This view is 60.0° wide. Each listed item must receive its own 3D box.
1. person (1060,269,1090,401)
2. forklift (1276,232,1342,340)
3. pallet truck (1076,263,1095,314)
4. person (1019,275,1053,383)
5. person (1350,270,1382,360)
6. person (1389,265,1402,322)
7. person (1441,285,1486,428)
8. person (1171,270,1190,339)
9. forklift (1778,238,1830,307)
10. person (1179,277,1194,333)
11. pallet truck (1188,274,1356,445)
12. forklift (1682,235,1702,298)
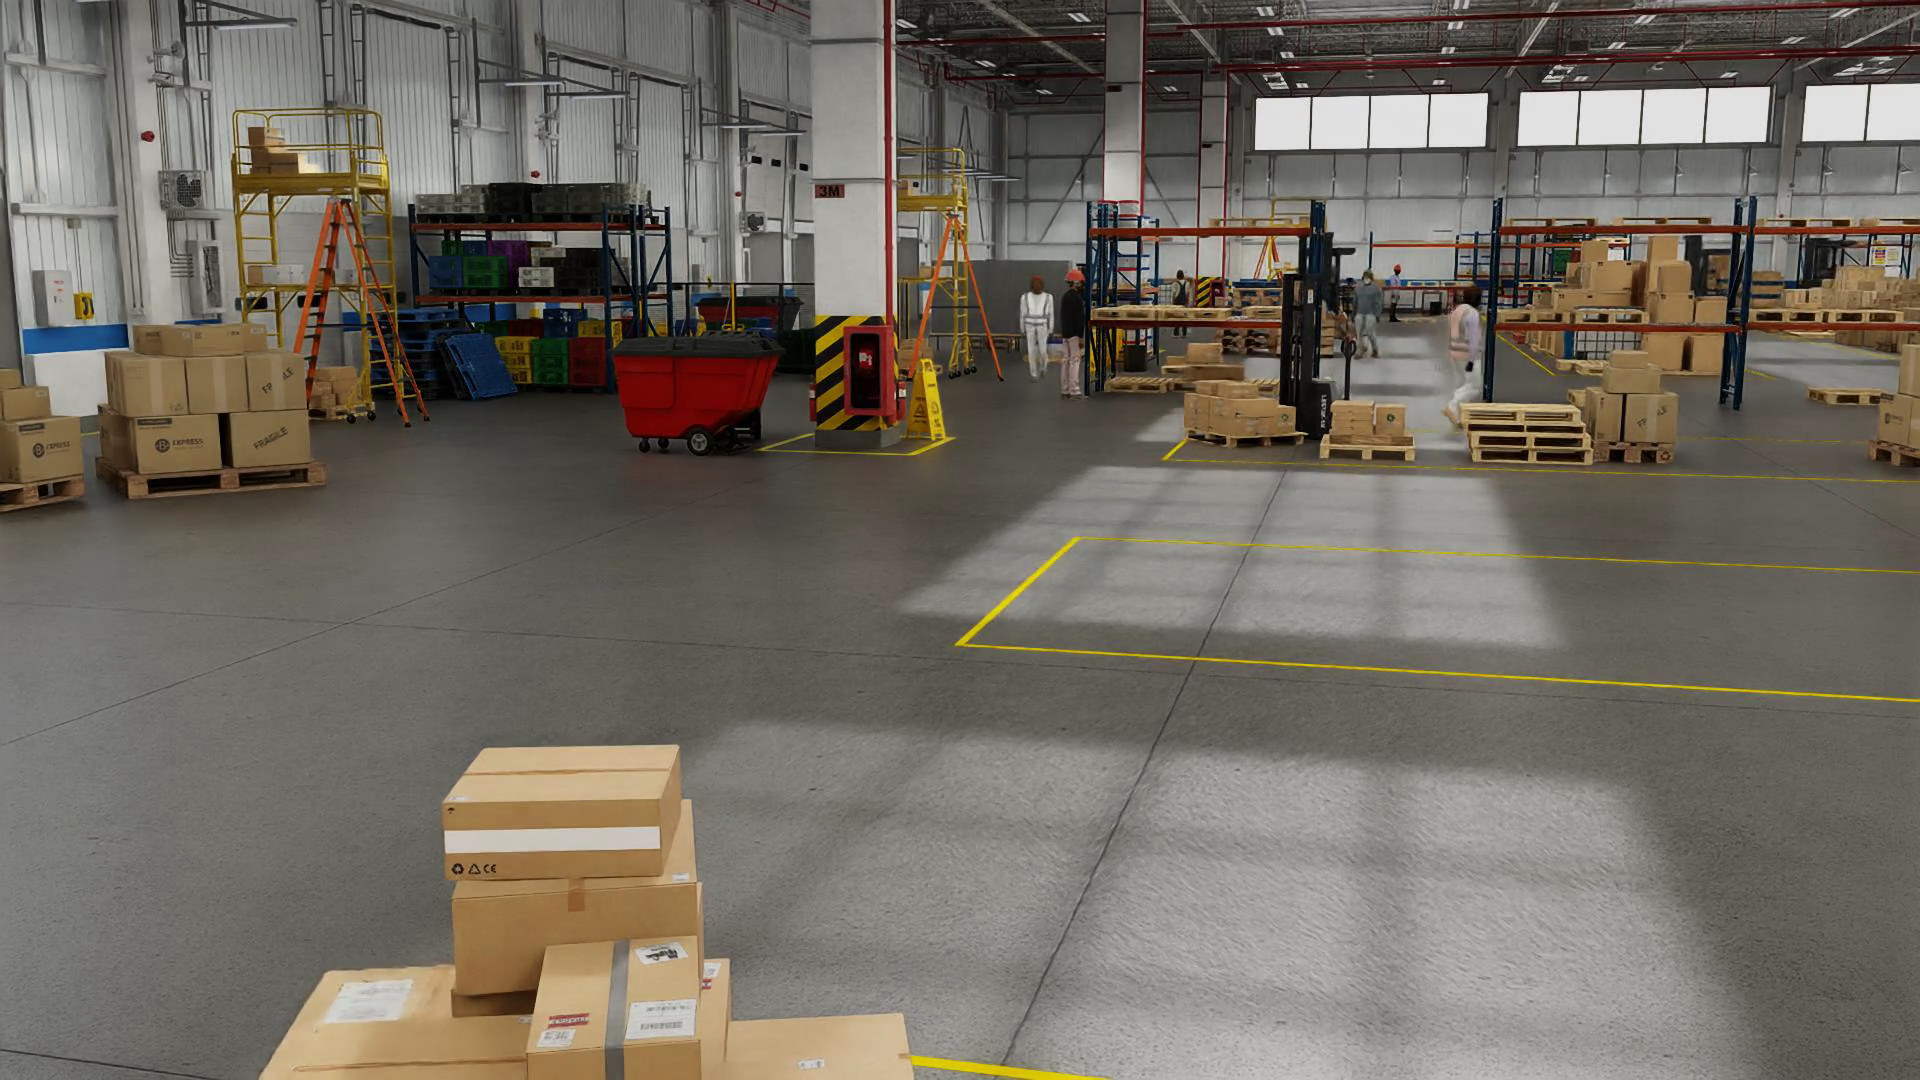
[{"bbox_3d":[1.737,-3.124,25.391,0.374,1.997,0.614,-4,10,-22],"label":"person"},{"bbox_3d":[9.151,-6.565,43.059,1.873,2.768,1.129,-8,13,-40],"label":"forklift"},{"bbox_3d":[4.325,-8.180,55.162,0.823,1.965,1.885,6,11,31],"label":"pallet truck"},{"bbox_3d":[1.321,-3.649,28.893,0.580,1.865,0.585,1,10,6],"label":"person"},{"bbox_3d":[8.686,-4.811,35.570,0.653,1.924,0.541,7,12,36],"label":"person"},{"bbox_3d":[14.809,-8.376,56.490,0.366,1.939,0.542,7,12,36],"label":"person"},{"bbox_3d":[6.398,-2.307,21.078,0.493,1.832,0.628,-1,10,-7],"label":"person"},{"bbox_3d":[5.929,-6.344,44.801,0.508,1.847,0.345,-3,10,-18],"label":"person"},{"bbox_3d":[28.592,-8.708,55.673,1.129,2.768,1.873,-6,11,-31],"label":"forklift"},{"bbox_3d":[6.566,-6.763,47.904,0.386,1.621,0.537,3,10,17],"label":"person"},{"bbox_3d":[3.653,-2.138,19.590,1.885,1.965,0.823,-4,10,-20],"label":"pallet truck"},{"bbox_3d":[21.459,-7.560,48.919,1.873,2.768,1.129,2,10,14],"label":"forklift"}]
